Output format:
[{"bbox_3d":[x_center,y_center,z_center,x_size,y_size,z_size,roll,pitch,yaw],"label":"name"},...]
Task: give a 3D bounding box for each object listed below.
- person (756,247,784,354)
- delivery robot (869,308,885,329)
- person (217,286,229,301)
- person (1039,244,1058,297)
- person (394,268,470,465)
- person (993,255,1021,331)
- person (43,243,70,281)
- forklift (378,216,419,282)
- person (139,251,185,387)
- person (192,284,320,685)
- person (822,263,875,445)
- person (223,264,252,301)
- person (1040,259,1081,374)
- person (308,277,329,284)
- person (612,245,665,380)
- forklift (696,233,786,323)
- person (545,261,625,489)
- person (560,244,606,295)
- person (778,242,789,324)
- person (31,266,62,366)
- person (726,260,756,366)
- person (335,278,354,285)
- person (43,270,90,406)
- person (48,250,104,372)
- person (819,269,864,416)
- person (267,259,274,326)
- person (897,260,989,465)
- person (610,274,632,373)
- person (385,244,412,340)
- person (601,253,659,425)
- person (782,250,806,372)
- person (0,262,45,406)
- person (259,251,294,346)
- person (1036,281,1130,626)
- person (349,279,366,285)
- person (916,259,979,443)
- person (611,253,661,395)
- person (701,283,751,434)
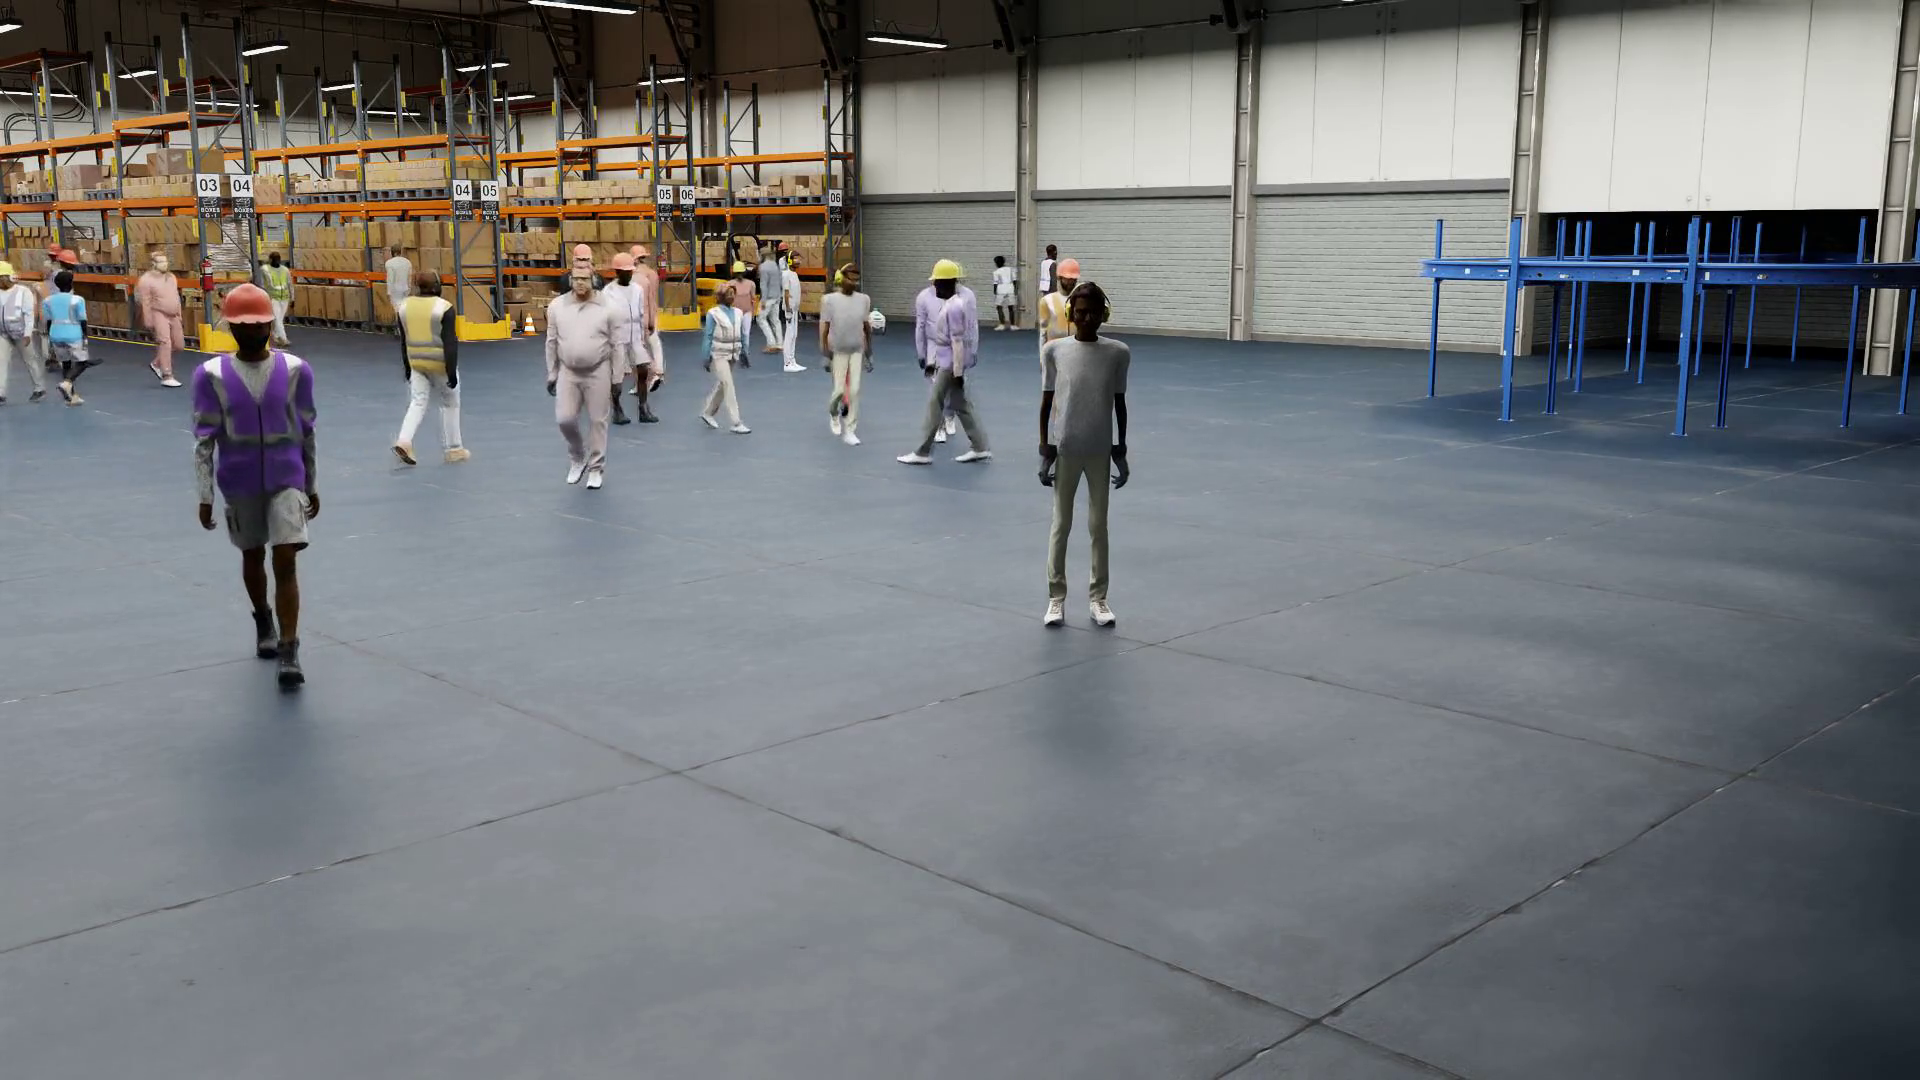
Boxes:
[{"bbox_3d":[-3.420,-4.313,29.932,0.483,1.908,0.650,4,11,19],"label":"person"},{"bbox_3d":[-1.825,-4.750,35.845,0.477,0.478,0.707,-2,10,-10],"label":"delivery robot"},{"bbox_3d":[-15.731,-5.470,35.950,0.668,2.007,0.837,-4,11,-20],"label":"person"},{"bbox_3d":[1.853,-5.139,34.385,0.382,1.918,0.597,-4,11,-20],"label":"person"},{"bbox_3d":[-4.933,-1.609,15.434,0.632,1.812,0.861,3,11,18],"label":"person"},{"bbox_3d":[1.045,-5.473,36.904,0.669,1.670,0.322,-5,11,-24],"label":"person"},{"bbox_3d":[-17.720,-4.852,32.736,0.637,1.942,0.622,2,11,9],"label":"person"},{"bbox_3d":[-17.868,-9.201,54.028,1.873,2.768,1.129,-10,14,-44],"label":"forklift"},{"bbox_3d":[-11.221,-3.104,23.368,0.545,1.887,0.657,3,11,16],"label":"person"},{"bbox_3d":[-3.395,-0.293,8.061,0.564,1.891,1.008,-5,11,-24],"label":"person"},{"bbox_3d":[-1.157,-1.916,17.042,0.530,1.845,0.545,-4,11,-19],"label":"person"},{"bbox_3d":[-15.419,-5.298,35.556,0.603,1.833,0.719,-6,12,-29],"label":"person"},{"bbox_3d":[1.066,-1.857,16.600,0.556,1.888,1.036,-1,10,-8],"label":"person"},{"bbox_3d":[-16.256,-6.530,42.262,0.610,1.820,0.418,-8,13,-39],"label":"person"},{"bbox_3d":[-4.735,-3.326,24.408,0.977,1.946,0.649,6,12,32],"label":"person"},{"bbox_3d":[-5.496,-6.489,41.108,2.313,2.155,1.214,-10,14,-44],"label":"forklift"},{"bbox_3d":[-3.137,-1.376,13.915,0.670,1.894,0.432,0,10,-1],"label":"person"},{"bbox_3d":[-4.809,-2.786,21.340,0.623,1.993,0.385,-6,12,-31],"label":"person"},{"bbox_3d":[-4.212,-6.185,40.049,0.376,1.934,0.546,5,11,24],"label":"person"},{"bbox_3d":[-14.547,-3.569,26.633,0.519,1.626,0.386,-6,12,-30],"label":"person"},{"bbox_3d":[-3.603,-3.717,27.219,0.532,1.716,0.815,-2,11,-8],"label":"person"},{"bbox_3d":[-15.659,-6.535,42.103,0.594,1.878,0.365,-5,11,-24],"label":"person"},{"bbox_3d":[-11.098,-2.495,20.624,0.537,1.682,0.541,0,10,2],"label":"person"},{"bbox_3d":[-13.901,-3.578,26.002,0.880,1.876,0.578,-7,13,-34],"label":"person"},{"bbox_3d":[-1.389,-2.363,19.743,0.528,1.732,0.838,-4,11,-19],"label":"person"},{"bbox_3d":[-14.833,-5.282,35.981,0.488,1.618,0.512,8,13,37],"label":"person"},{"bbox_3d":[-0.132,-1.649,15.444,0.859,1.888,0.592,0,10,0],"label":"person"},{"bbox_3d":[-5.202,-3.435,25.597,0.488,1.732,0.533,4,11,23],"label":"person"},{"bbox_3d":[-11.380,-5.028,33.727,0.372,1.940,0.630,5,12,27],"label":"person"},{"bbox_3d":[-3.672,-2.229,18.538,0.564,1.906,0.791,-9,14,-41],"label":"person"},{"bbox_3d":[-2.605,-3.580,26.014,0.329,1.873,0.515,2,11,11],"label":"person"},{"bbox_3d":[-11.924,-2.603,20.945,0.591,1.787,0.949,0,10,-2],"label":"person"},{"bbox_3d":[-13.245,-4.685,32.241,0.948,1.807,0.634,9,14,42],"label":"person"},{"bbox_3d":[0.671,-0.463,9.053,0.509,1.861,0.328,-1,10,-4],"label":"person"},{"bbox_3d":[-15.714,-6.713,43.119,1.038,1.866,0.618,7,12,32],"label":"person"},{"bbox_3d":[-0.139,-2.000,17.418,0.645,1.882,0.884,-2,11,-9],"label":"person"},{"bbox_3d":[-4.351,-2.852,22.029,0.403,1.875,0.703,7,13,34],"label":"person"},{"bbox_3d":[-2.572,-1.983,18.030,0.831,1.607,0.523,8,13,38],"label":"person"}]
